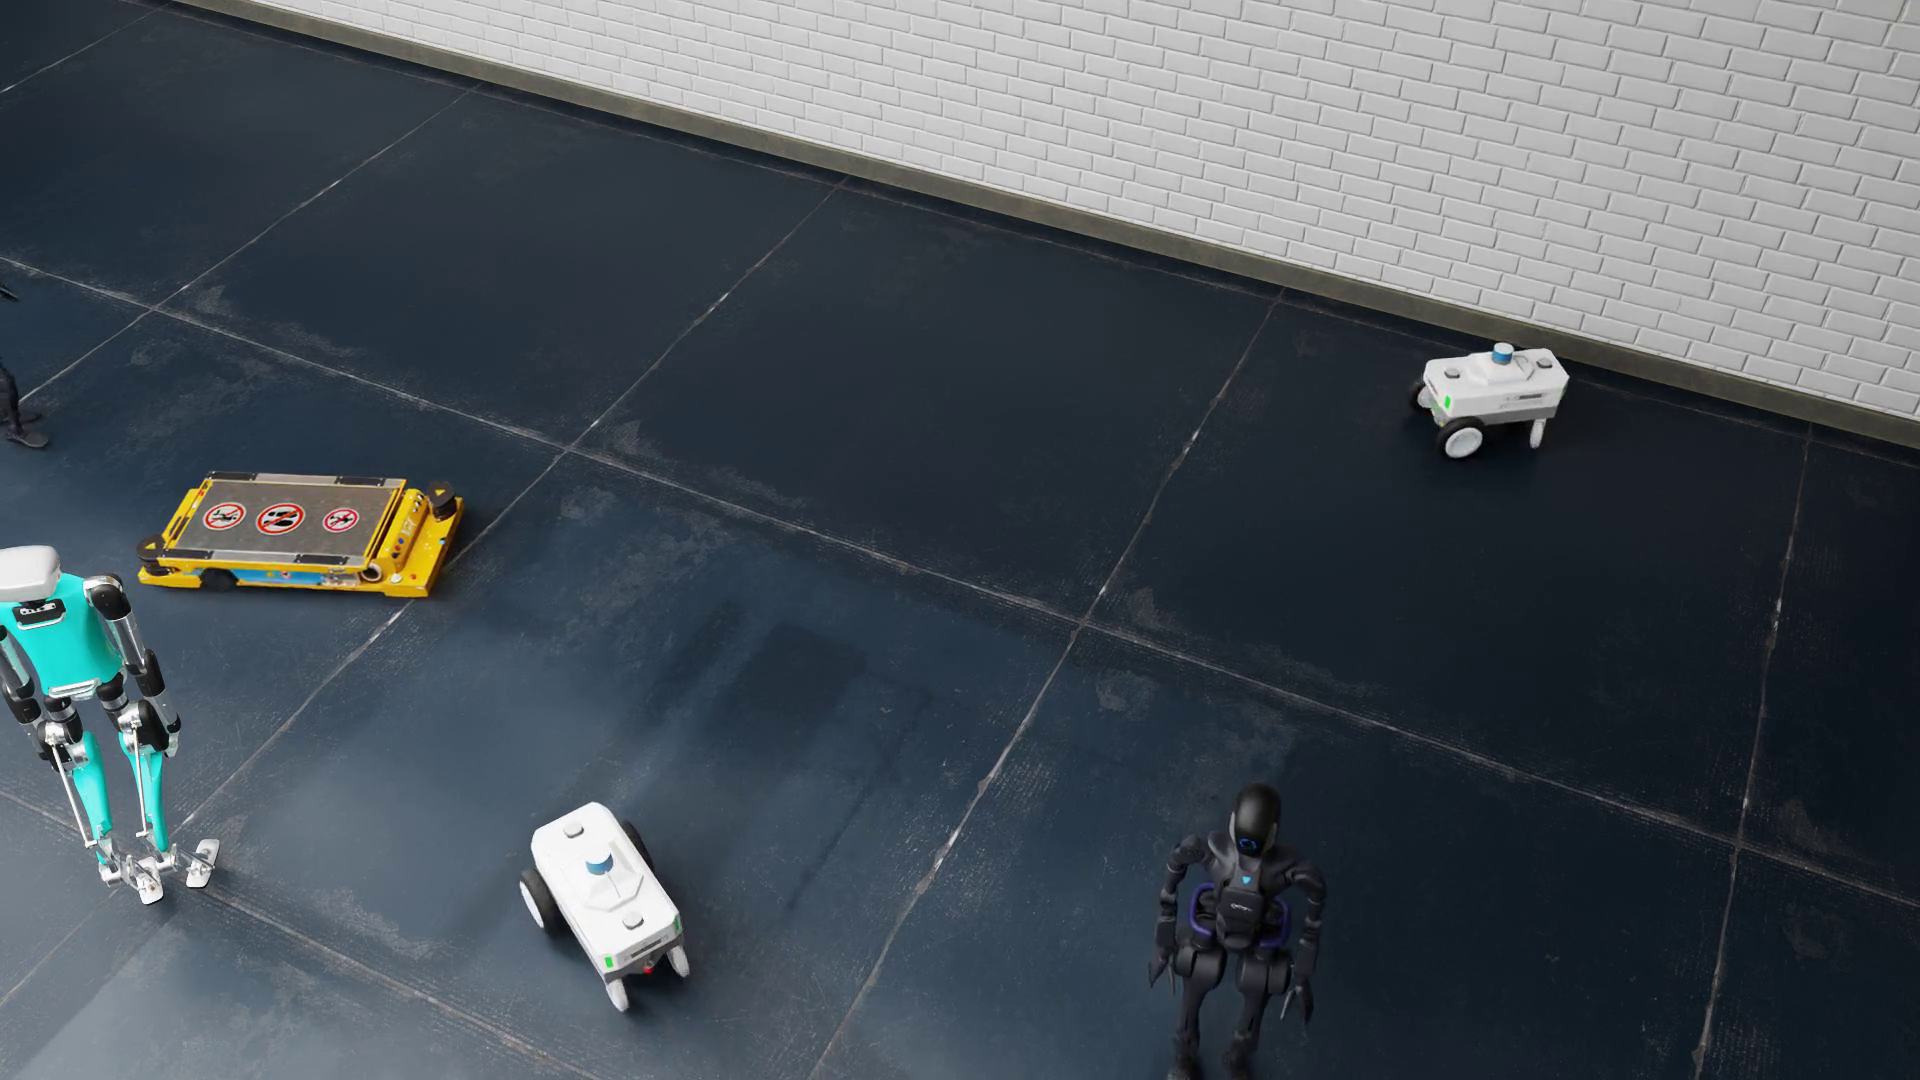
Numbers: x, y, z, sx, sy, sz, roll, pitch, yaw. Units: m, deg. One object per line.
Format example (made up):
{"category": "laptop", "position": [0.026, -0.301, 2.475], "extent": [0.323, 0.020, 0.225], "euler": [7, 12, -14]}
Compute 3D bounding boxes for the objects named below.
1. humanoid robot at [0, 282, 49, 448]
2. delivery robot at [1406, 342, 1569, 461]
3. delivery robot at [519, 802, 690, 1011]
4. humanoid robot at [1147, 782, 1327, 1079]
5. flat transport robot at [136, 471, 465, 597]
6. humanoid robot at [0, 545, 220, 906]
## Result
{"category": "humanoid robot", "position": [-5.103, -1.204, 8.519], "extent": [0.390, 1.644, 0.590], "euler": [0, 43, 0]}
{"category": "delivery robot", "position": [2.832, -0.780, 8.880], "extent": [0.738, 0.586, 0.524], "euler": [-7, 43, -7]}
{"category": "delivery robot", "position": [-1.393, 1.401, 6.547], "extent": [0.499, 0.614, 0.815], "euler": [-25, 49, -25]}
{"category": "humanoid robot", "position": [0.940, 1.419, 5.685], "extent": [0.584, 1.654, 0.335], "euler": [10, 44, 10]}
{"category": "flat transport robot", "position": [-3.273, -0.029, 8.287], "extent": [1.431, 0.231, 0.659], "euler": [2, 43, 3]}
{"category": "humanoid robot", "position": [-3.201, 0.824, 6.188], "extent": [0.533, 1.677, 0.735], "euler": [-12, 44, -12]}
